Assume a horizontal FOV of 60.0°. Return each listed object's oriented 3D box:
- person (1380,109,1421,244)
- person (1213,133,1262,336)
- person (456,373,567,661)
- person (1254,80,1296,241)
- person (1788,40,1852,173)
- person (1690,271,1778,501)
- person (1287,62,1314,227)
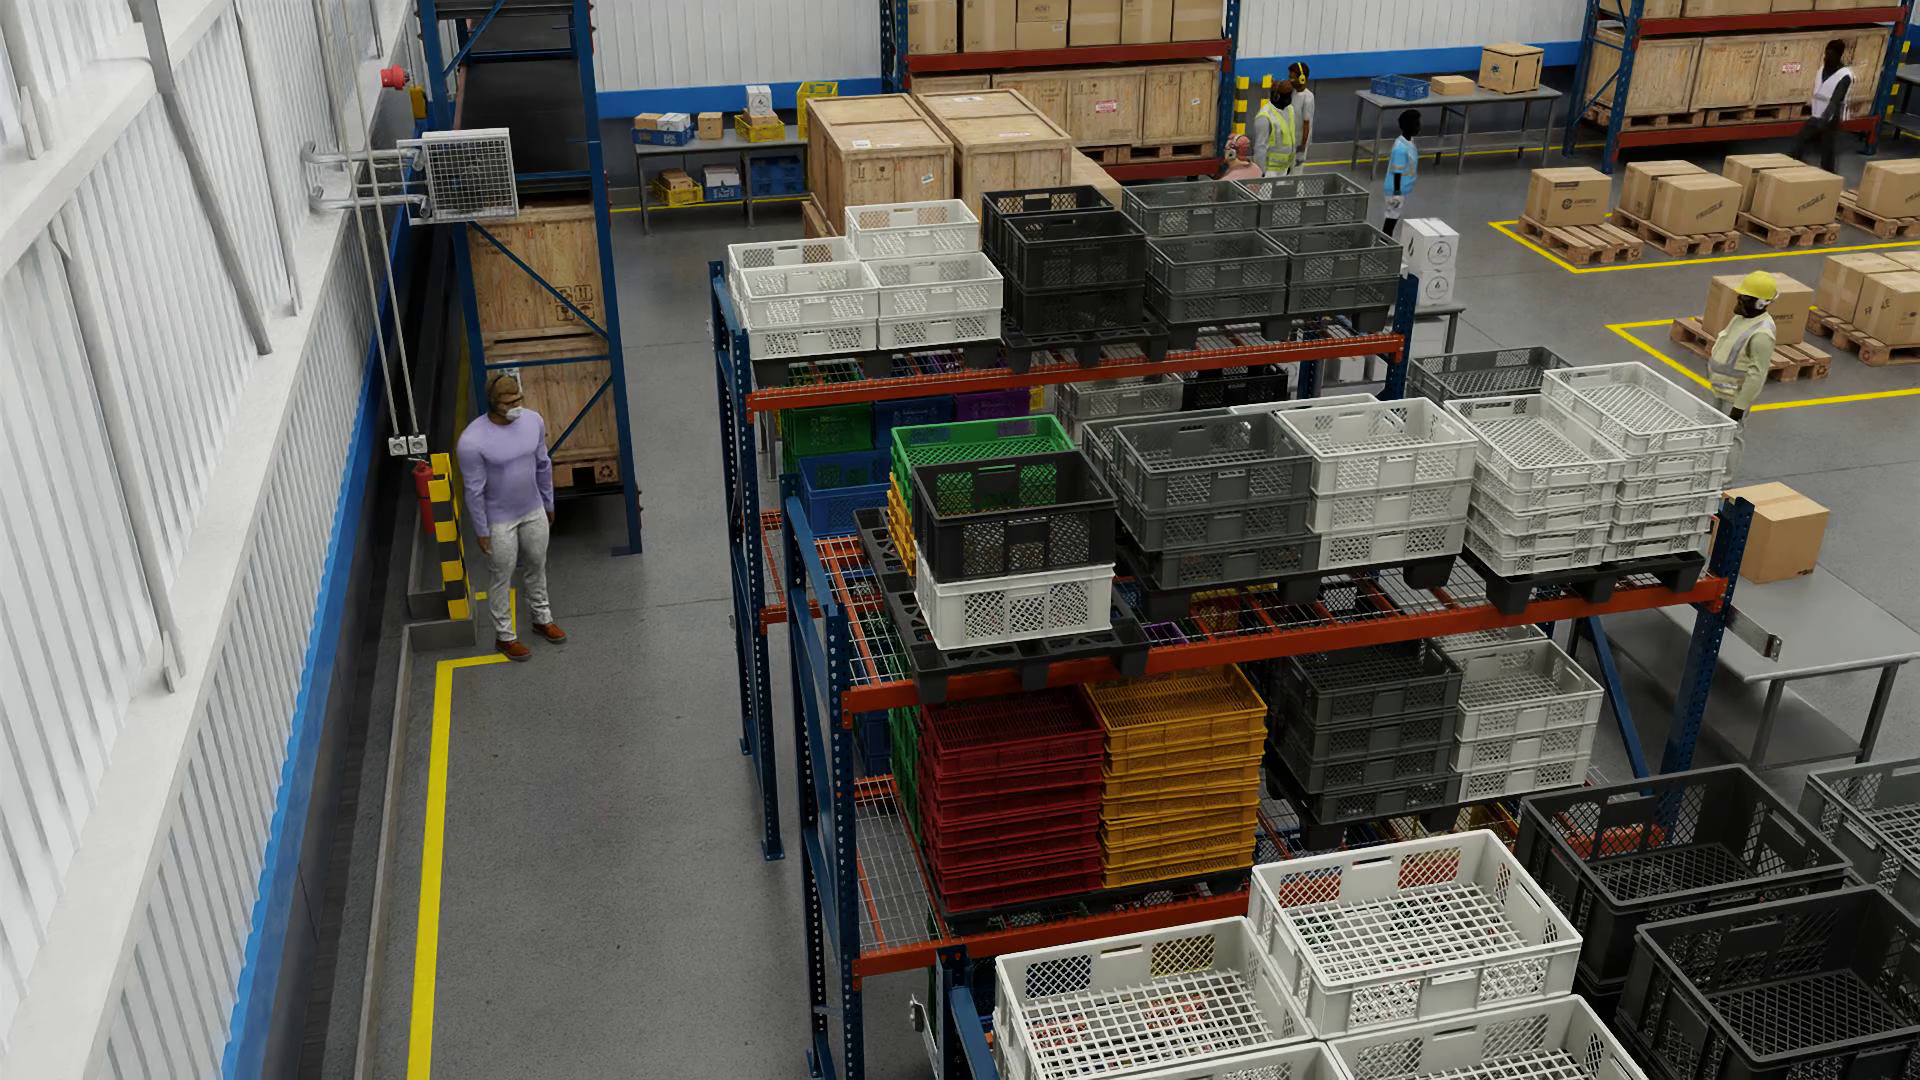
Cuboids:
[{"bbox_3d":[4.616,-3.678,17.475,0.320,1.695,0.537,11,30,19],"label":"person"},{"bbox_3d":[2.562,-2.893,15.765,0.407,1.909,0.639,18,33,30],"label":"person"},{"bbox_3d":[-2.834,-0.164,10.565,0.364,1.932,0.630,22,35,36],"label":"person"},{"bbox_3d":[3.417,-4.090,18.119,0.431,1.836,0.618,21,34,34],"label":"person"},{"bbox_3d":[10.127,-4.966,19.735,0.982,1.864,0.587,-6,28,-12],"label":"person"},{"bbox_3d":[5.819,-1.146,12.524,0.403,1.837,0.590,3,28,7],"label":"person"},{"bbox_3d":[3.776,-4.436,18.752,0.349,1.856,0.519,-4,28,-8],"label":"person"}]
